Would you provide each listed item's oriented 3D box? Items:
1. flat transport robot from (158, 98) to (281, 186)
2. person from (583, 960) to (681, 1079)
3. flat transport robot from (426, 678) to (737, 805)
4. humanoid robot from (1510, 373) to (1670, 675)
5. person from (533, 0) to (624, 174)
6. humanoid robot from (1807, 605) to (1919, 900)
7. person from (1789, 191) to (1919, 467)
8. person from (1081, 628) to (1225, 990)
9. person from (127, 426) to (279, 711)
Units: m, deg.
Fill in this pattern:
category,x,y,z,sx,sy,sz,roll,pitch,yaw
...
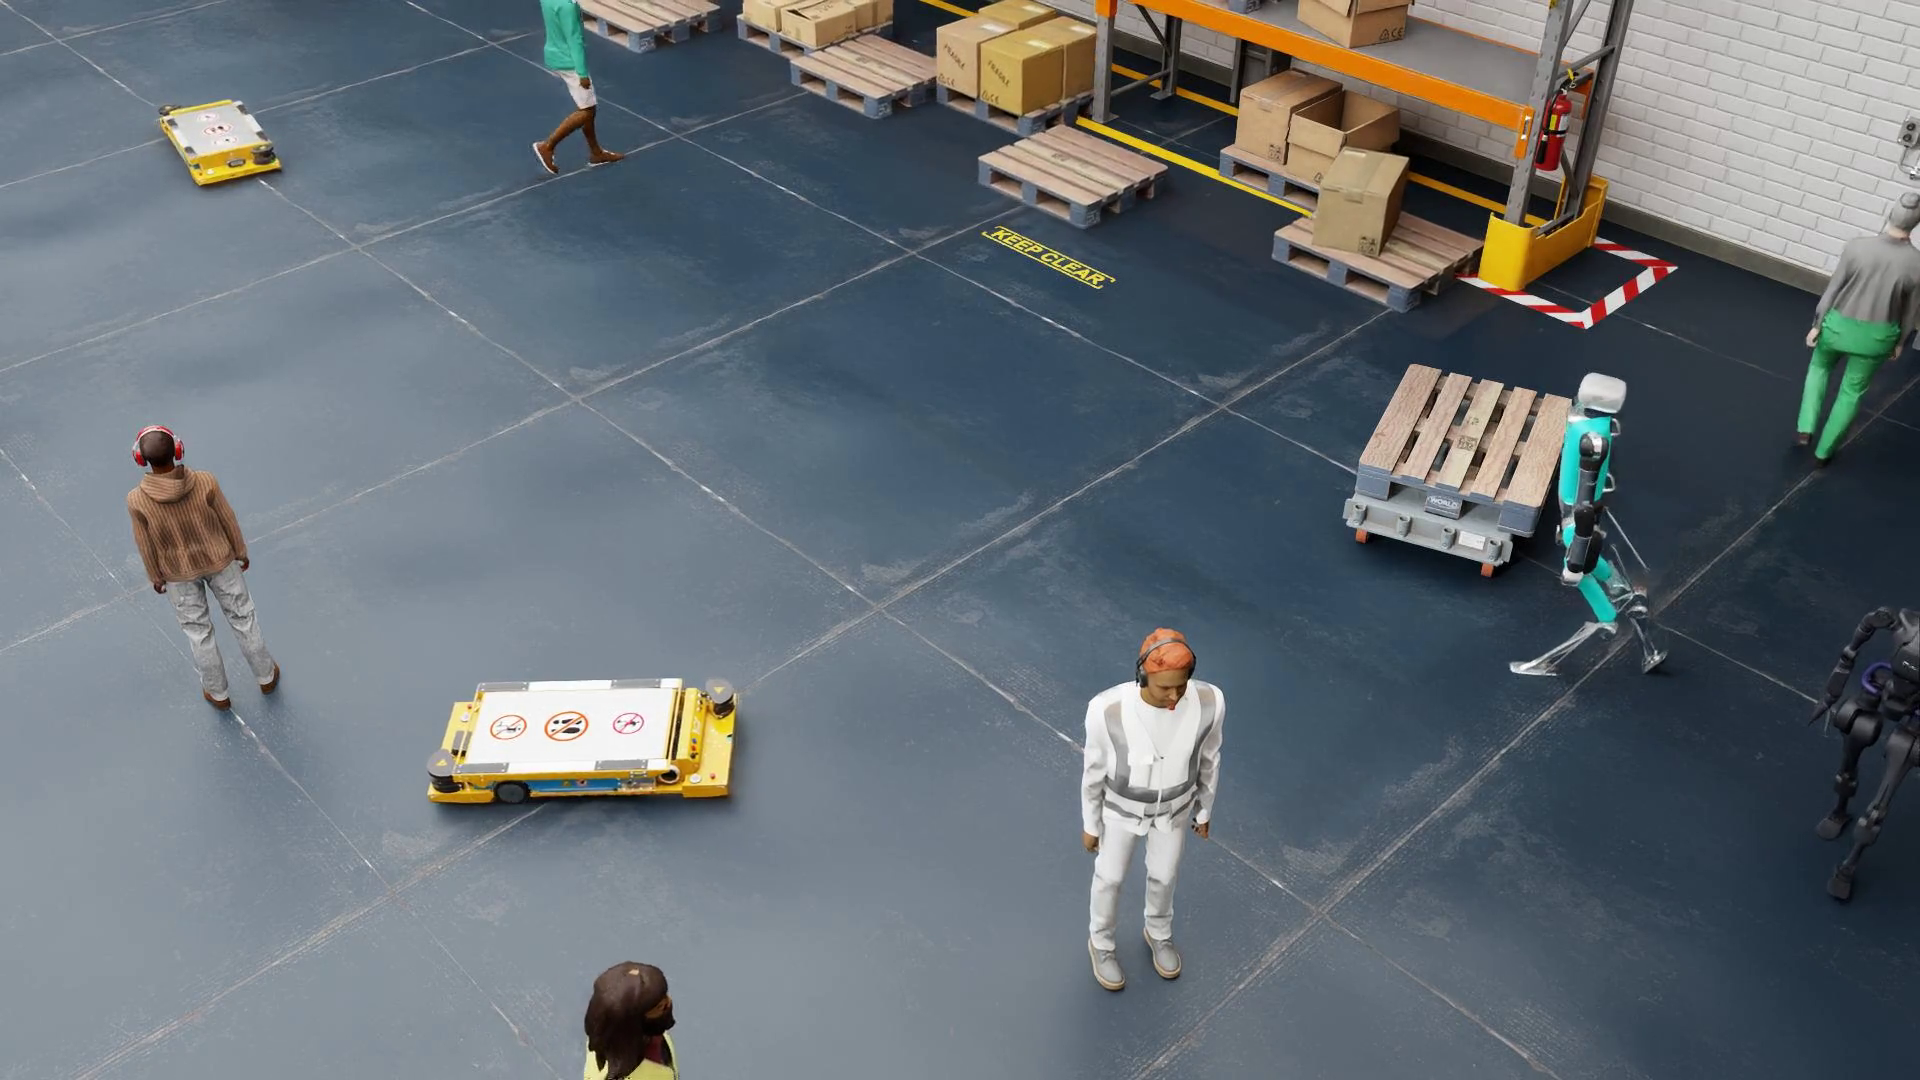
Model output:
category,x,y,z,sx,sy,sz,roll,pitch,yaw
flat transport robot,-6.254,-3.384,14.013,0.659,0.231,1.431,-21,42,-25
person,-1.121,2.043,5.604,0.716,1.746,0.474,-1,37,-2
flat transport robot,-1.845,0.992,8.220,1.431,0.231,0.659,-1,37,-2
humanoid robot,3.341,0.033,8.315,0.888,1.823,0.556,7,38,10
person,-3.136,-3.807,13.274,0.680,1.833,0.508,-17,40,-21
humanoid robot,4.061,0.815,7.300,0.614,1.632,0.646,30,46,33
person,5.383,-1.267,9.918,0.546,1.822,0.426,20,42,25
person,0.762,1.097,6.753,0.566,1.878,0.354,-5,37,-7
person,-3.739,0.148,8.187,0.470,1.651,0.332,-20,42,-25
